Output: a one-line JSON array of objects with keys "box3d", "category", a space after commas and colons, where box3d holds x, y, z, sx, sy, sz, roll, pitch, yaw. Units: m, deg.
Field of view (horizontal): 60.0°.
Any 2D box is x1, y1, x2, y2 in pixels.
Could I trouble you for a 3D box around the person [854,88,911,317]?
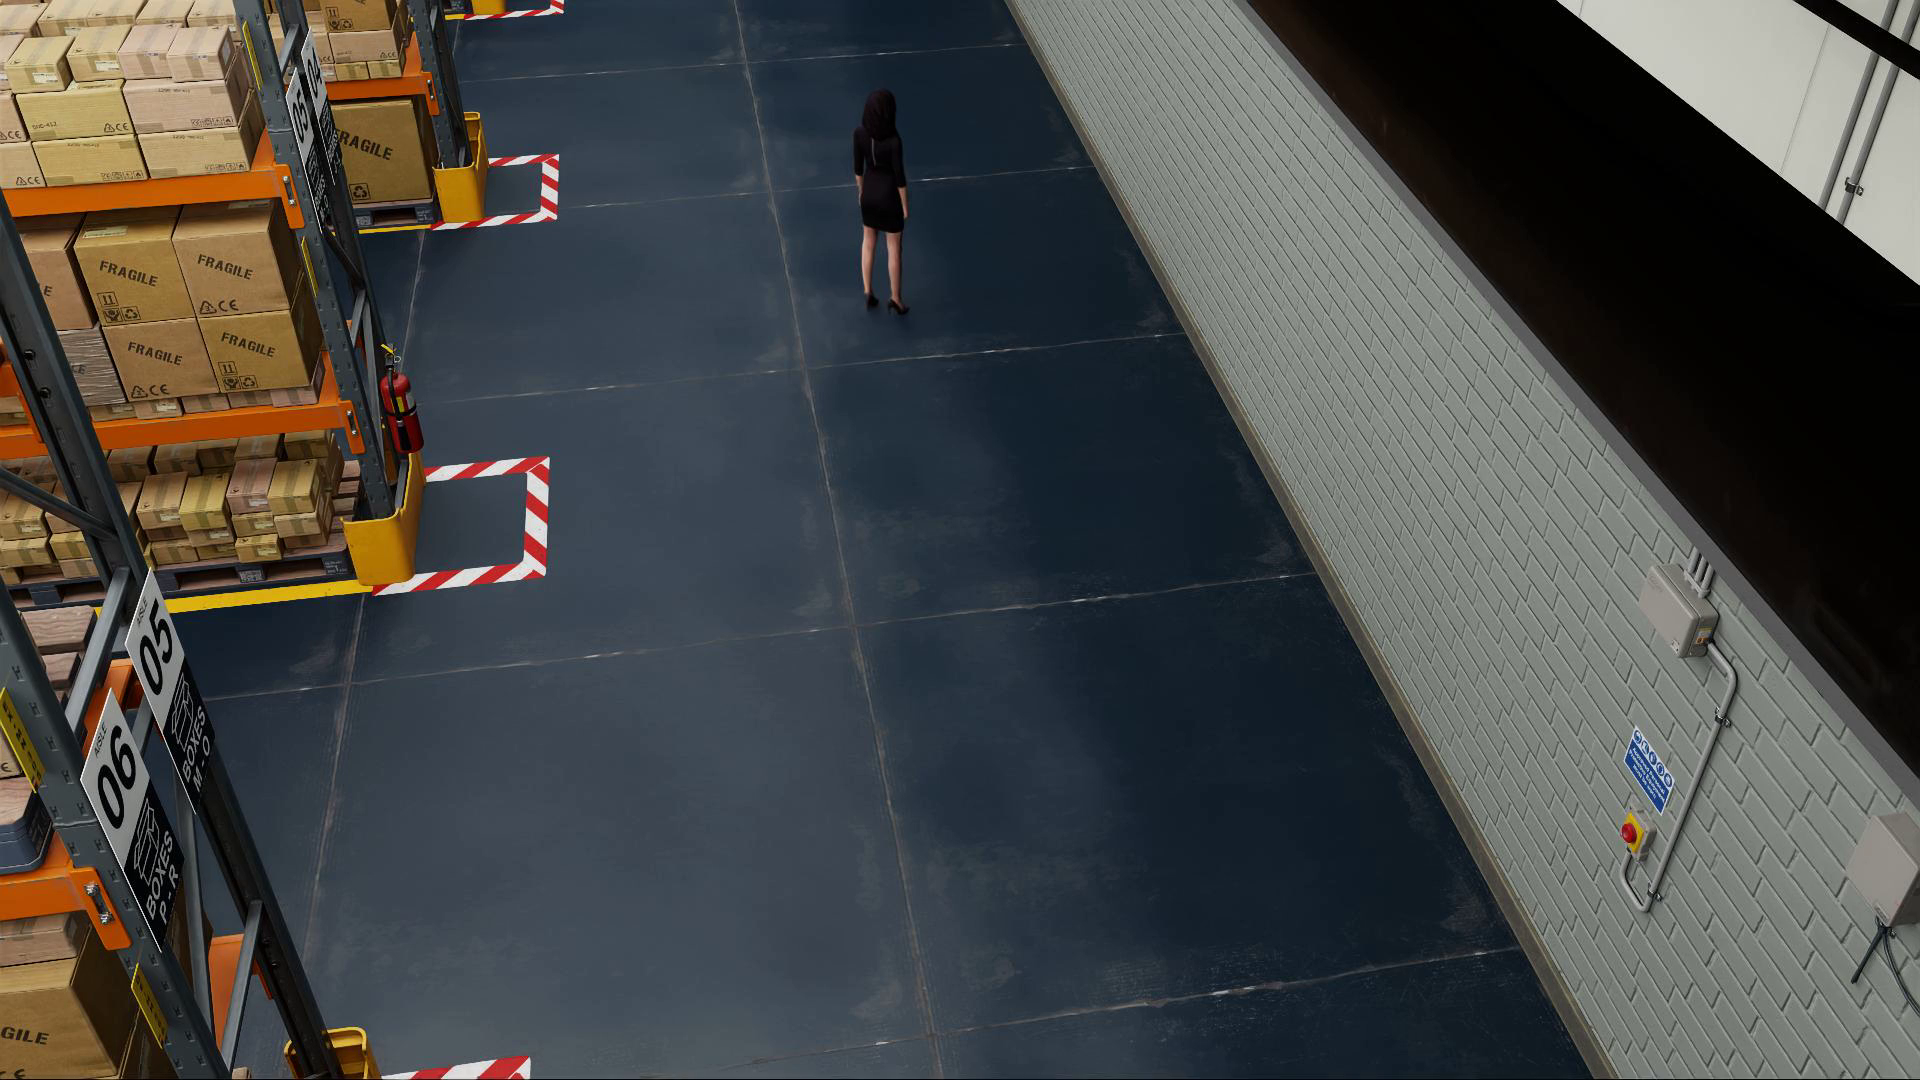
[{"box3d": [-0.600, -2.557, 12.678, 0.640, 1.805, 0.712, 21, 43, 25], "category": "person"}]
